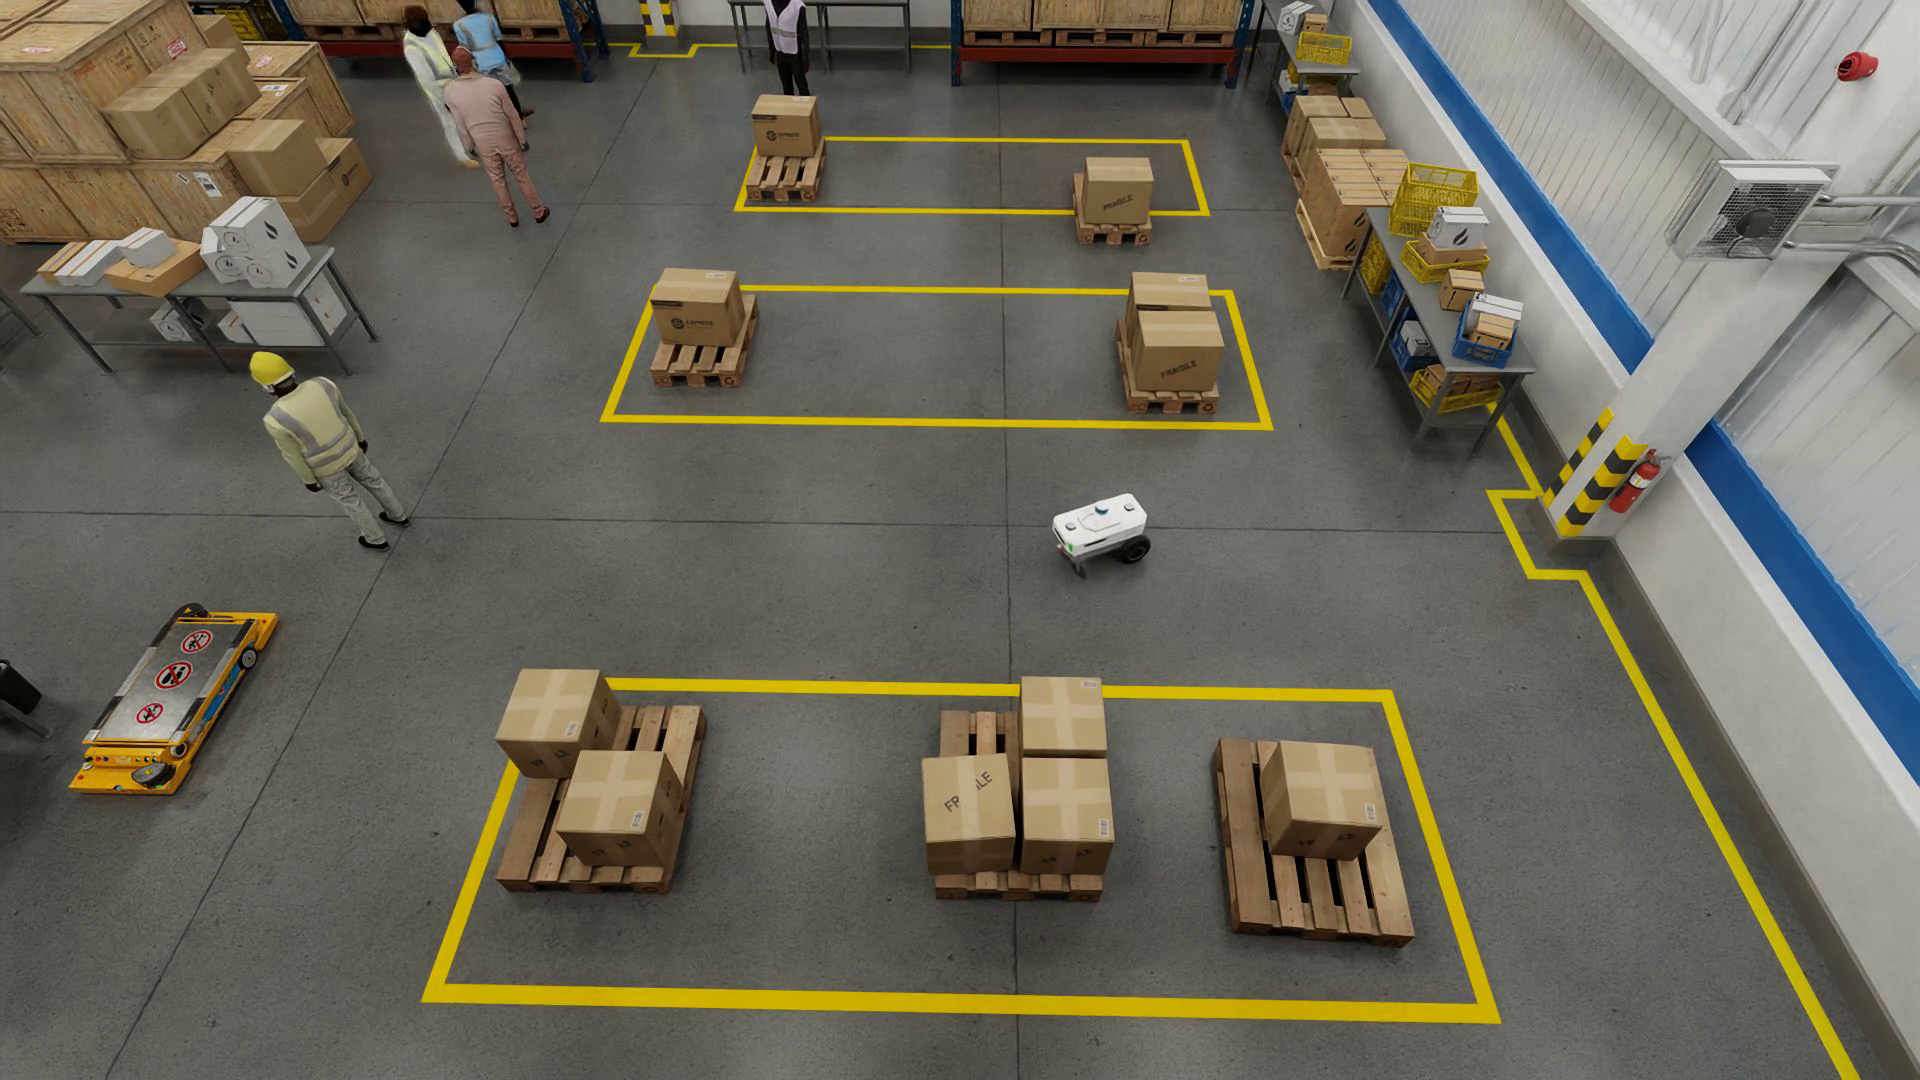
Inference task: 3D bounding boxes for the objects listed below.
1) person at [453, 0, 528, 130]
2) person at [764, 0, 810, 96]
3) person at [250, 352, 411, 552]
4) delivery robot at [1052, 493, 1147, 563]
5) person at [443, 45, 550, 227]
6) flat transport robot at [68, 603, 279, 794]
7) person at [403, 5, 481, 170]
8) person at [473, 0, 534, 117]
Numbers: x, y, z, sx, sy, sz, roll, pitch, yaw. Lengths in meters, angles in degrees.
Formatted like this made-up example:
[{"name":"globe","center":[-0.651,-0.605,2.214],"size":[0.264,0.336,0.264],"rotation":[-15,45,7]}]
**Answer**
[{"name":"person","center":[-5.890,-5.968,11.475],"size":[0.538,1.694,0.319],"rotation":[-34,58,-25]},{"name":"person","center":[-2.122,-6.080,11.426],"size":[0.587,1.914,0.392],"rotation":[22,53,17]},{"name":"person","center":[-4.729,-0.651,6.892],"size":[0.403,1.826,0.596],"rotation":[14,51,11]},{"name":"delivery robot","center":[1.089,-0.113,7.200],"size":[0.707,0.478,0.477],"rotation":[-18,52,-14]},{"name":"person","center":[-5.050,-4.362,9.978],"size":[0.651,1.904,0.403],"rotation":[-10,51,-9]},{"name":"flat transport robot","center":[-5.504,1.072,6.442],"size":[0.652,0.197,1.431],"rotation":[1,50,1]},{"name":"person","center":[-6.072,-5.309,10.824],"size":[0.508,1.828,0.646],"rotation":[8,50,7]},{"name":"person","center":[-5.935,-6.249,11.610],"size":[0.449,1.853,0.524],"rotation":[-31,56,-23]}]
